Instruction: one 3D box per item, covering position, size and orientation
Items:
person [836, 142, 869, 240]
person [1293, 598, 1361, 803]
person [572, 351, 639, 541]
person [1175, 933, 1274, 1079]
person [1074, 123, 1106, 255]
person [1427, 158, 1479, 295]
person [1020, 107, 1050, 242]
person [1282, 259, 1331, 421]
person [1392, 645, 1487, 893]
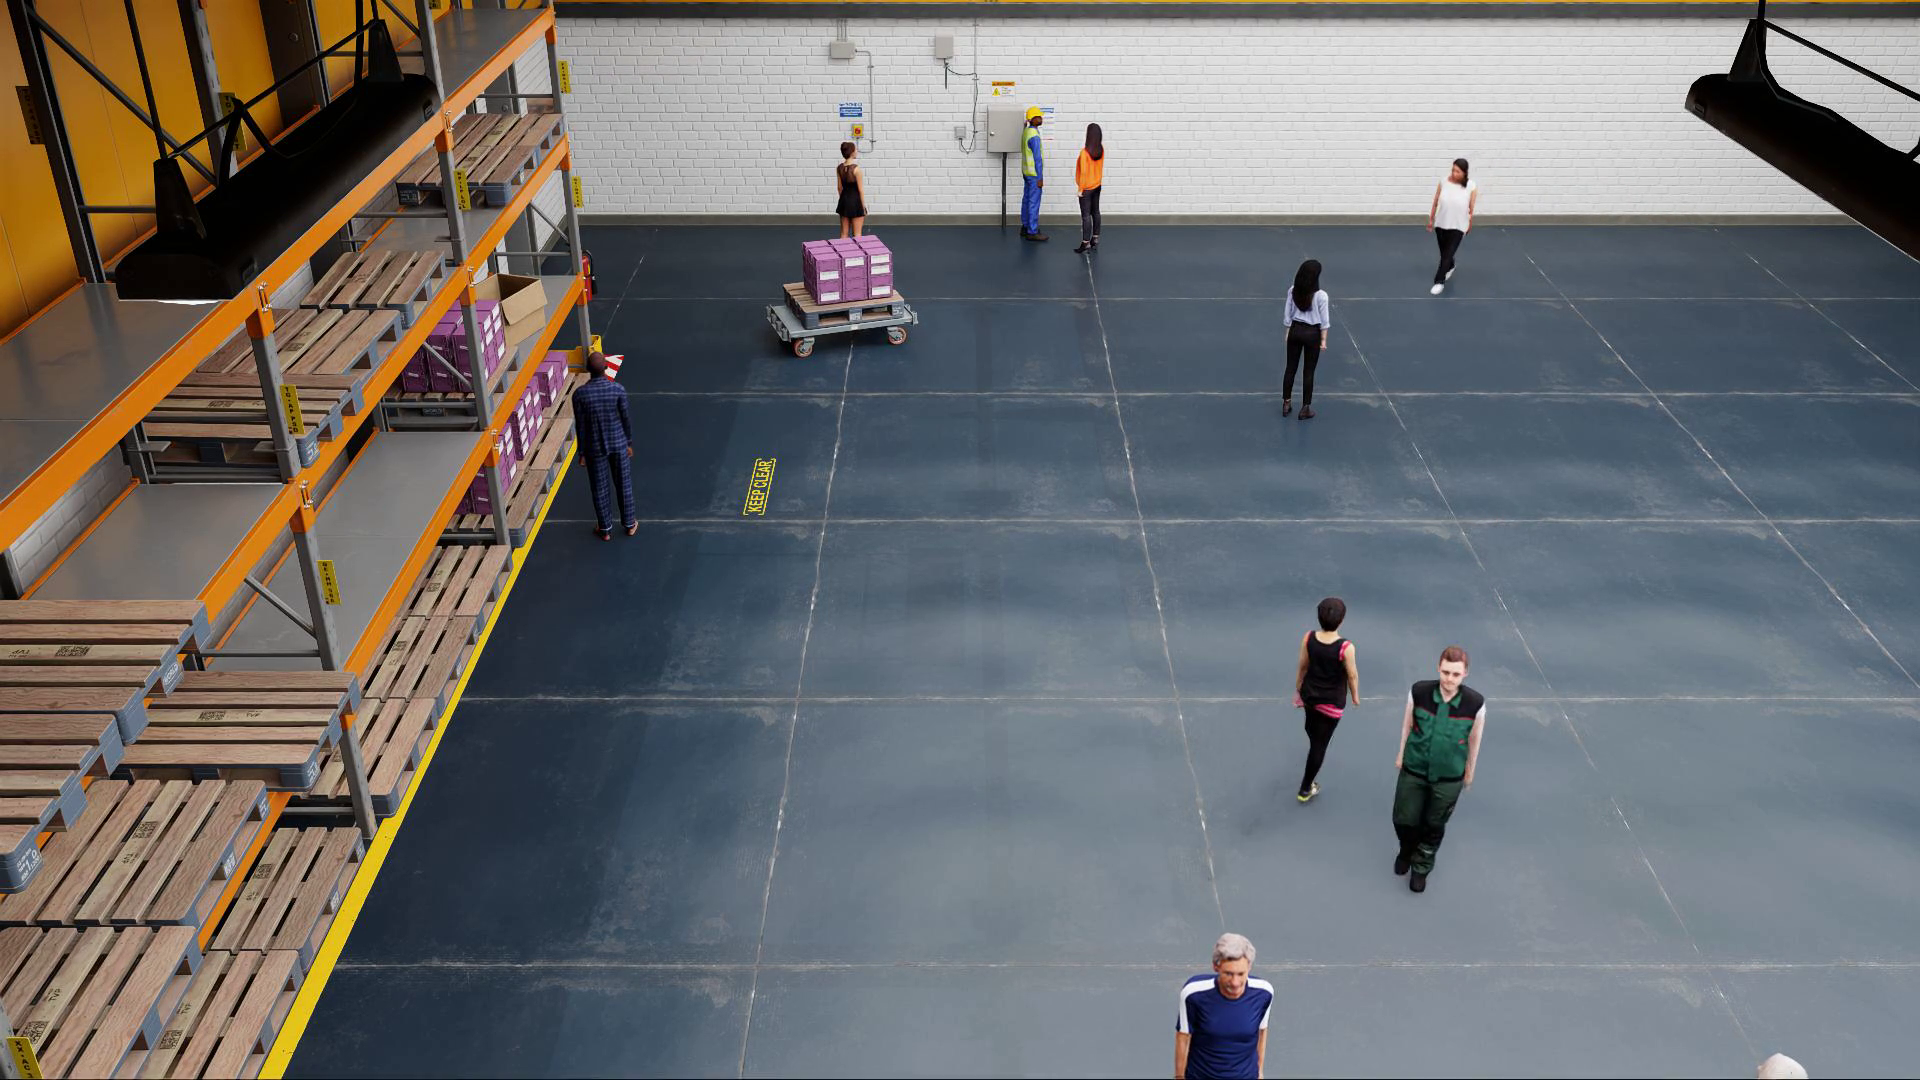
[{"bbox_3d":[-1.424,-4.375,21.712,0.678,1.673,0.718,19,34,30],"label":"person"},{"bbox_3d":[2.528,1.150,11.745,0.931,1.518,1.041,22,35,34],"label":"person"},{"bbox_3d":[-3.221,-0.865,15.124,0.745,1.818,0.721,-11,30,-19],"label":"person"},{"bbox_3d":[1.323,2.726,8.522,0.654,1.838,0.576,-3,29,-5],"label":"person"},{"bbox_3d":[1.748,-4.718,22.261,0.771,1.748,0.690,21,35,33],"label":"person"},{"bbox_3d":[6.250,-4.013,21.075,1.099,1.647,1.201,22,35,34],"label":"person"},{"bbox_3d":[0.999,-5.027,22.760,0.781,1.813,0.609,-7,29,-13],"label":"person"},{"bbox_3d":[3.618,-2.117,17.498,0.739,1.744,0.751,18,33,29],"label":"person"},{"bbox_3d":[3.100,1.448,10.865,0.747,1.837,0.762,10,30,18],"label":"person"}]
